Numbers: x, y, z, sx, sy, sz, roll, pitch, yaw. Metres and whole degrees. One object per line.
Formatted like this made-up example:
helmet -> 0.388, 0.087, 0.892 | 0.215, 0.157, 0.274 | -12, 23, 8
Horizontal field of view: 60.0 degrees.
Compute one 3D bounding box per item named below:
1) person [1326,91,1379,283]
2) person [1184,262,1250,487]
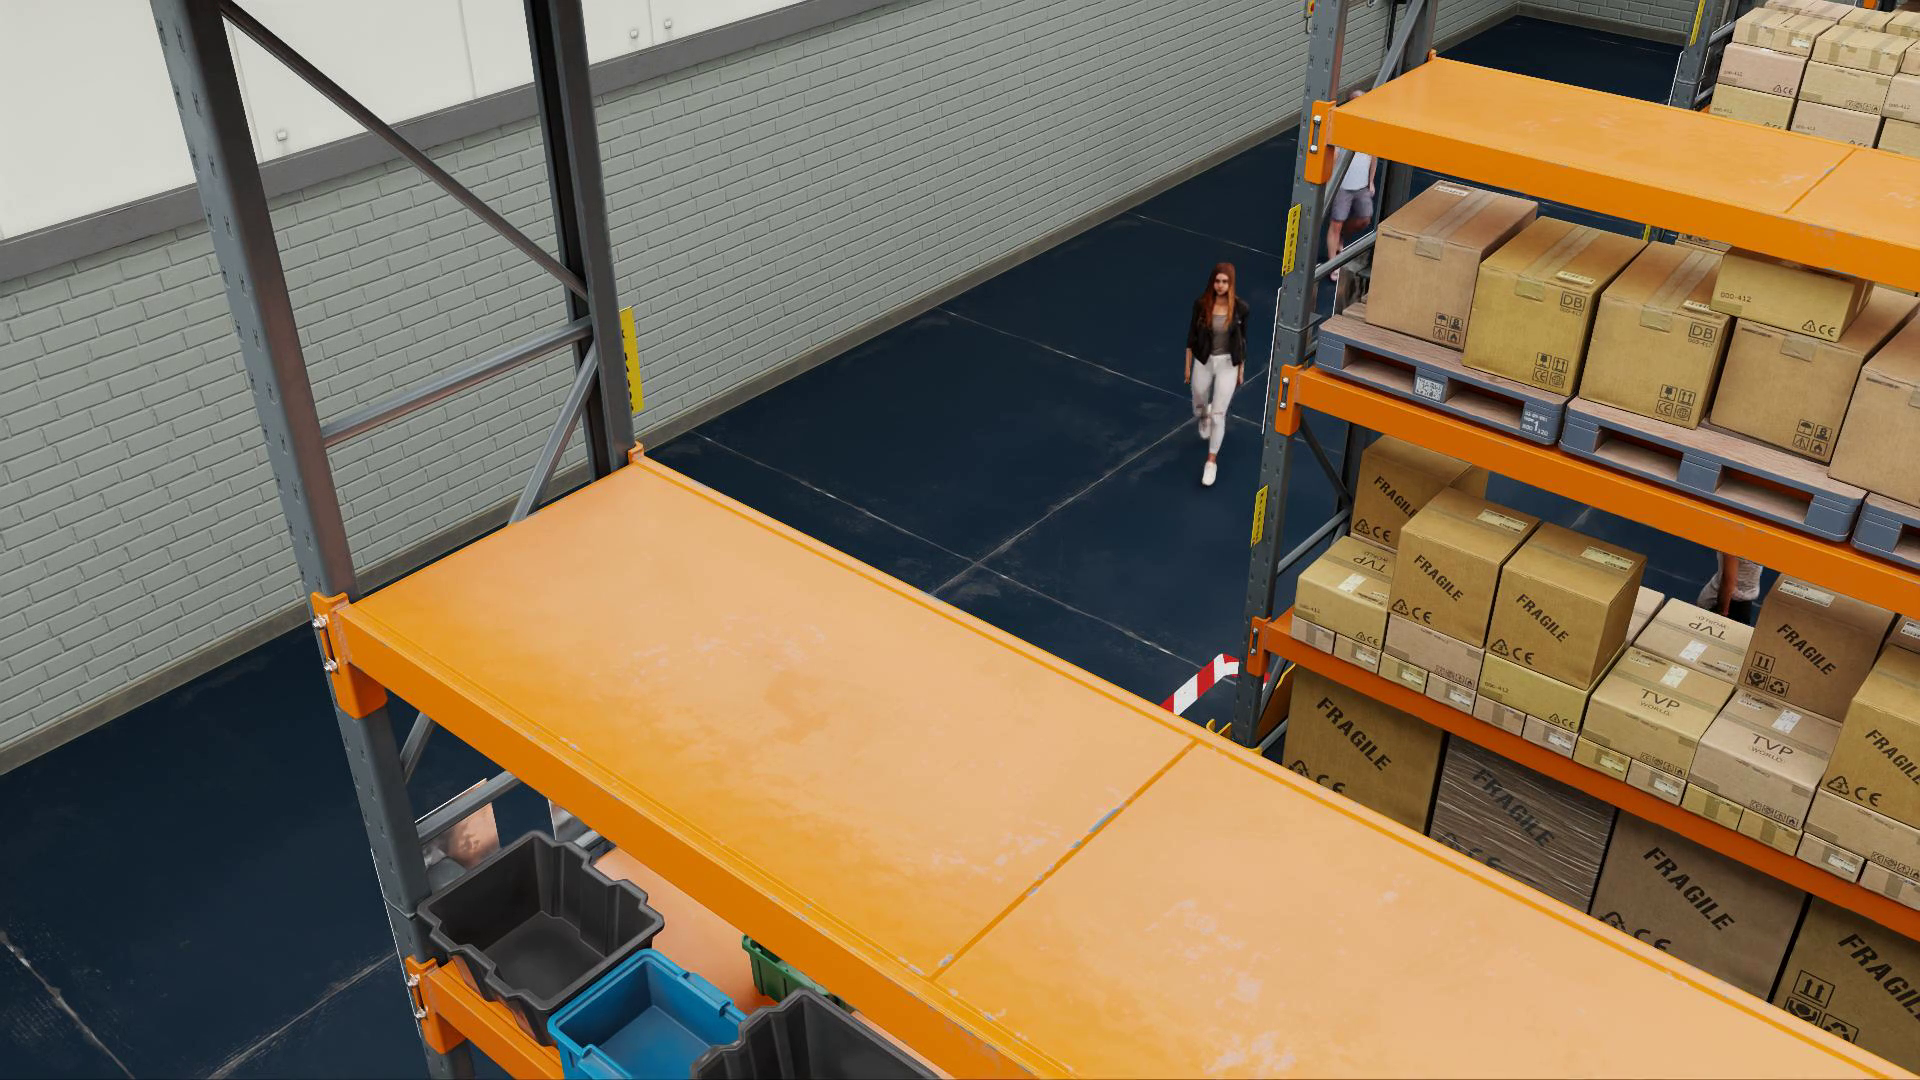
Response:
person -> 3.553, -3.284, 15.295 | 0.899, 1.809, 0.976 | -10, 34, -15
person -> 1.904, -1.297, 12.357 | 1.027, 1.682, 0.927 | 8, 34, 12
